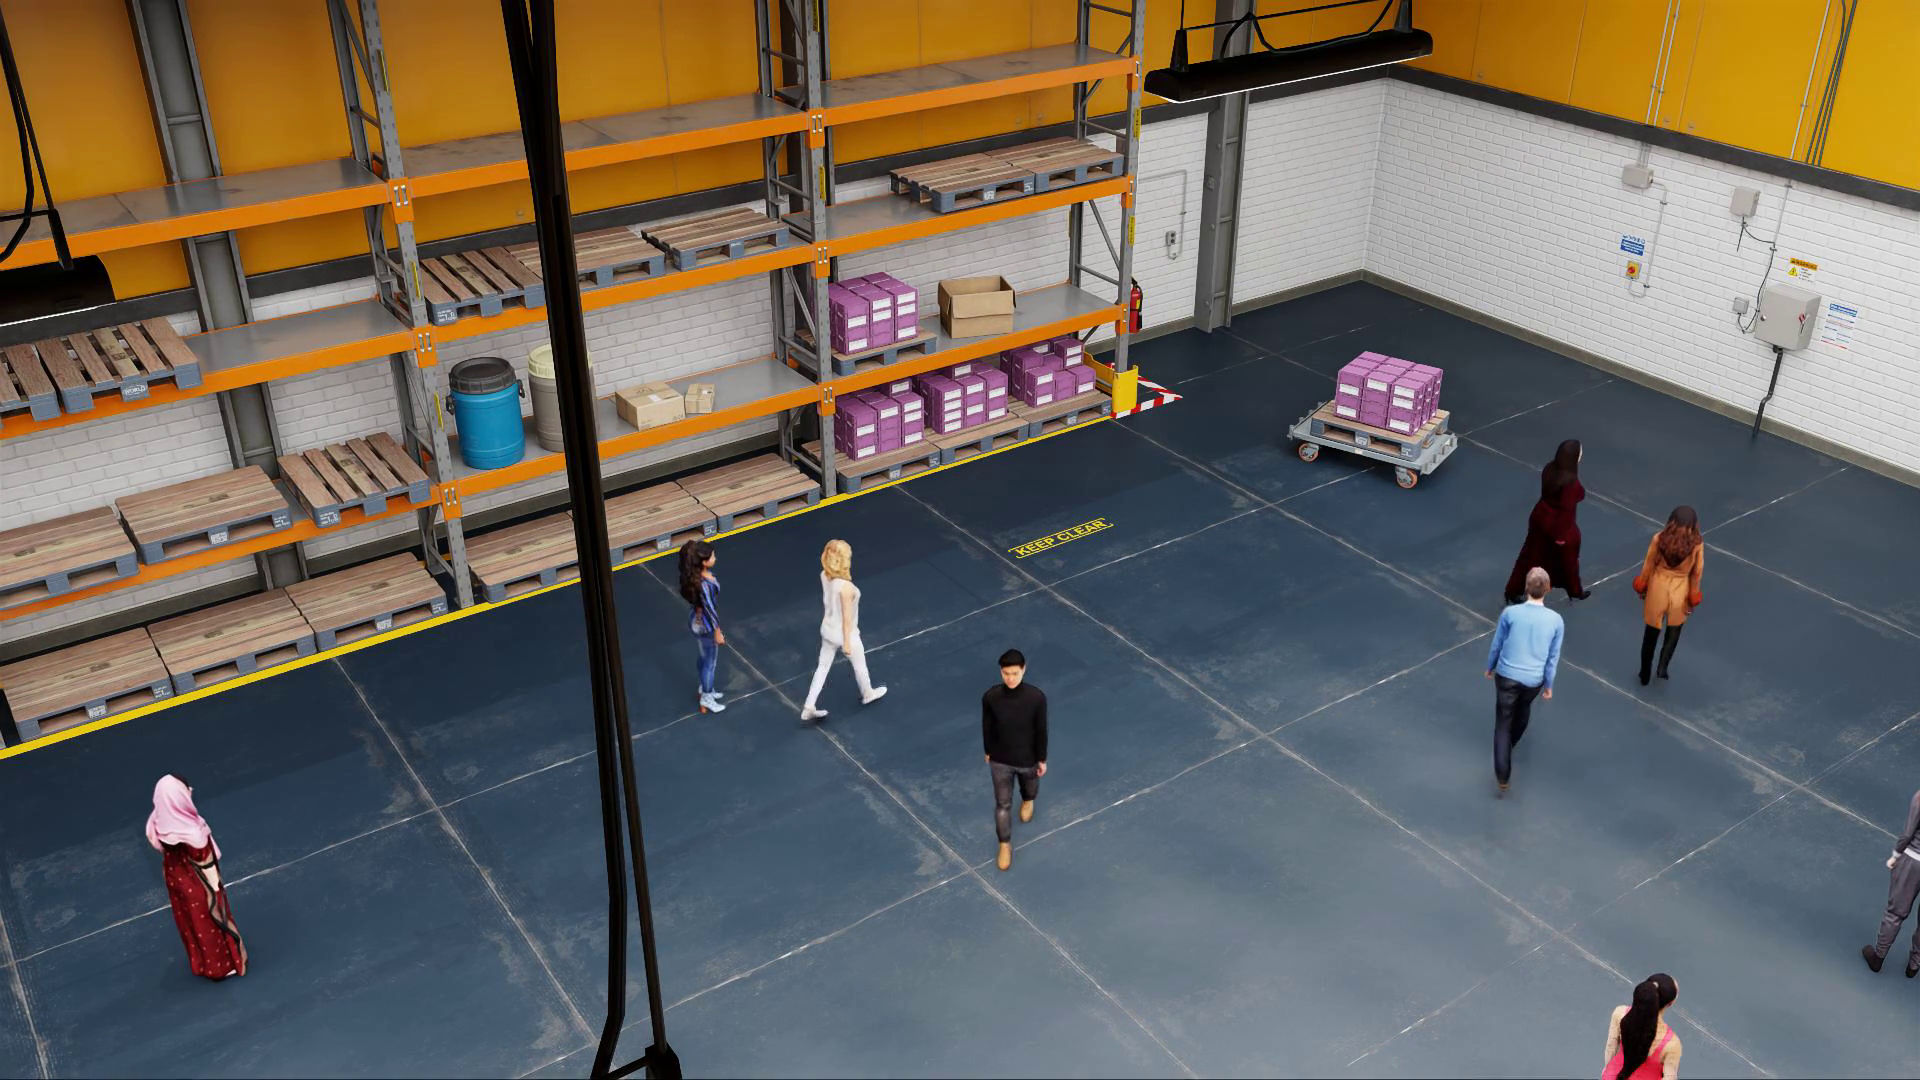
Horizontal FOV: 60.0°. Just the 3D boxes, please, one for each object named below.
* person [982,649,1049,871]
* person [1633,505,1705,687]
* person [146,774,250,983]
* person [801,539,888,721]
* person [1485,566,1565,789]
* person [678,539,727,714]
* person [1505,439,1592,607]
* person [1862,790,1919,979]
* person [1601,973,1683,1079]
[{"bbox_3d":[0.426,1.535,12.267,1.071,1.699,1.097,3,29,6],"label":"person"},{"bbox_3d":[5.990,0.524,14.108,0.835,1.711,0.858,11,30,19],"label":"person"},{"bbox_3d":[-5.089,2.240,11.042,0.758,1.634,0.742,17,33,28],"label":"person"},{"bbox_3d":[-1.076,0.776,13.728,1.071,1.632,0.649,-20,35,-32],"label":"person"},{"bbox_3d":[4.371,1.104,12.988,1.152,1.765,1.256,7,29,13],"label":"person"},{"bbox_3d":[-2.138,0.715,13.852,0.647,1.622,0.678,-9,30,-16],"label":"person"},{"bbox_3d":[5.355,-0.099,15.255,1.163,1.706,0.925,-7,29,-13],"label":"person"},{"bbox_3d":[6.414,2.159,11.039,0.660,1.780,0.686,9,30,16],"label":"person"},{"bbox_3d":[3.709,3.149,9.292,0.720,1.715,0.638,-23,36,-36],"label":"person"}]
